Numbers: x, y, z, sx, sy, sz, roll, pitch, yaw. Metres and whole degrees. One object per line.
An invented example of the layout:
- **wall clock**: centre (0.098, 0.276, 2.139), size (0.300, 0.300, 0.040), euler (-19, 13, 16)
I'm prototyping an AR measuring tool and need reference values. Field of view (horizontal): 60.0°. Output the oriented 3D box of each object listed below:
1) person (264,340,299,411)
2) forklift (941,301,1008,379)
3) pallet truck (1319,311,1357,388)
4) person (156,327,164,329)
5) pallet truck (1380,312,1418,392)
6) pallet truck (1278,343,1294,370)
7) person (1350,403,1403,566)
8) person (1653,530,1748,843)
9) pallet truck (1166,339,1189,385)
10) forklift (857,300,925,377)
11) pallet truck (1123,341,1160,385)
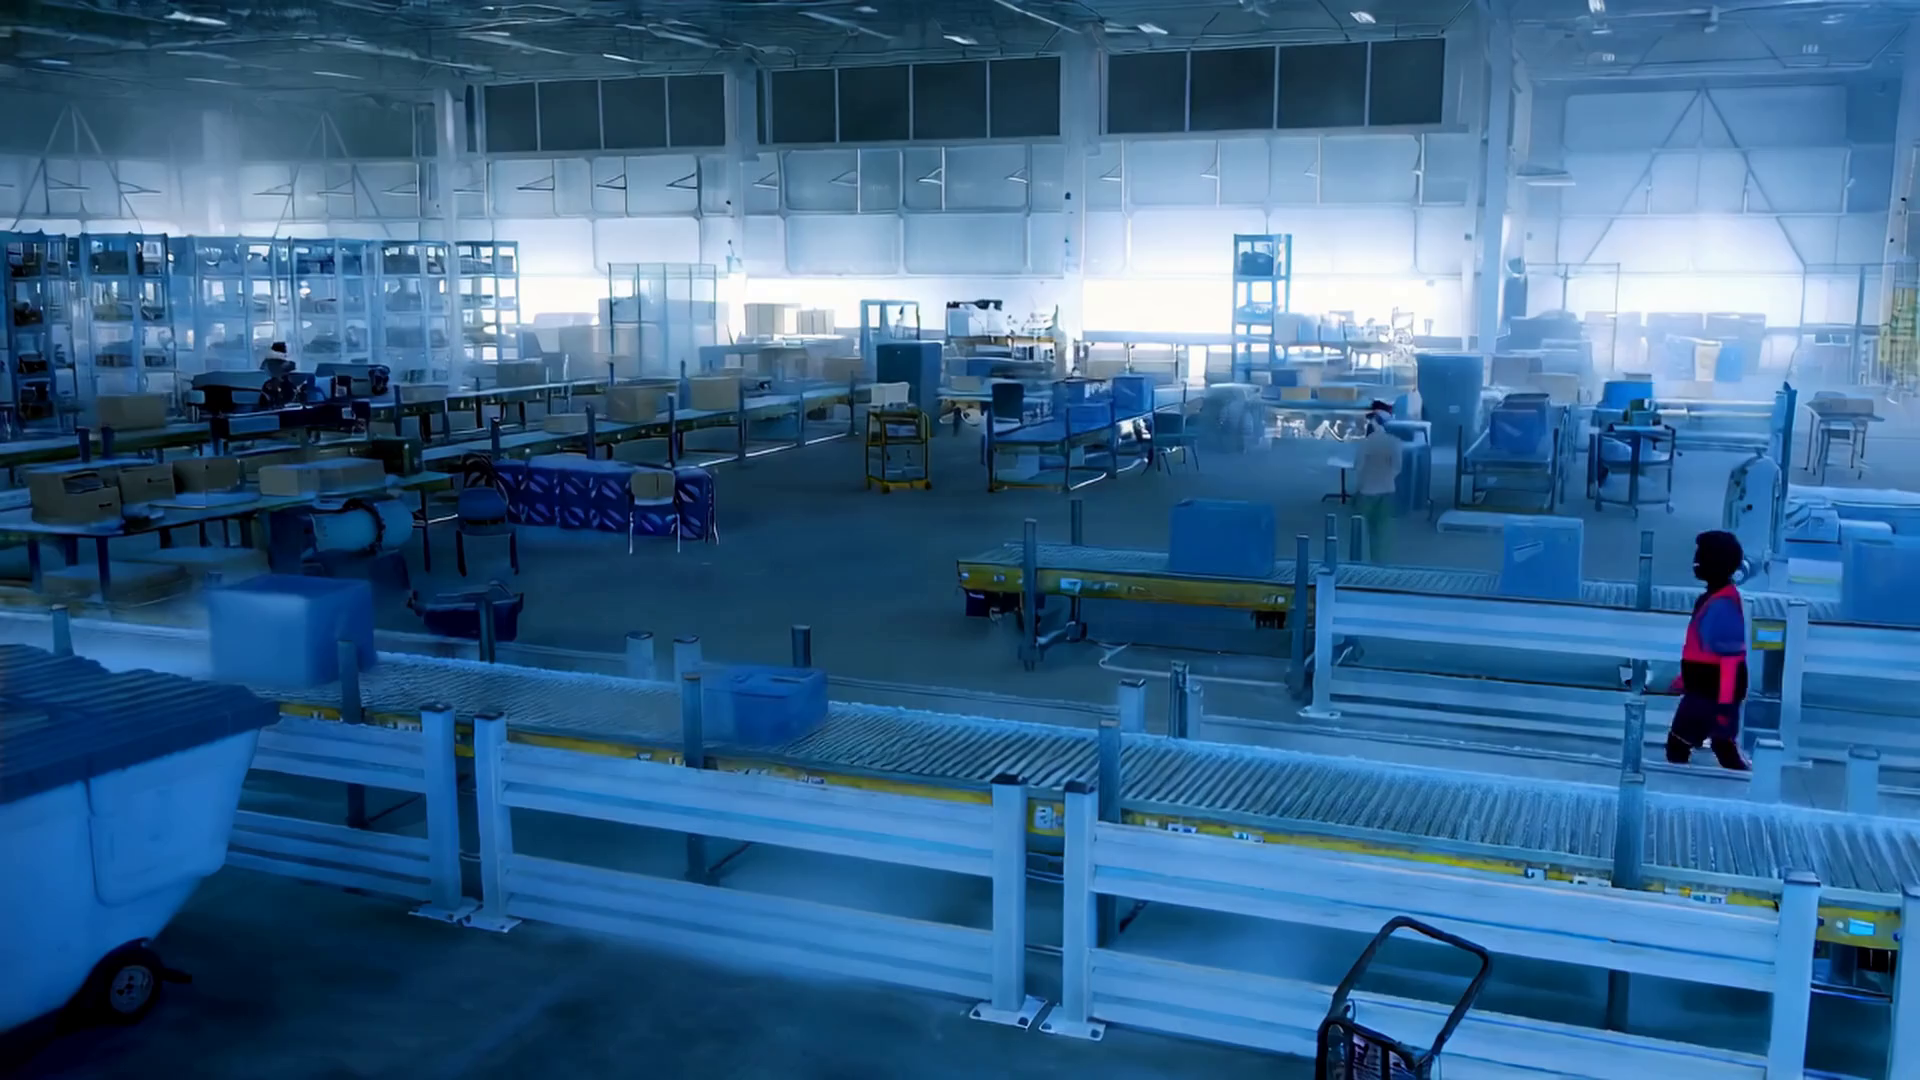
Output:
- **person**: centre (-10.945, -2.313, 26.925), size (0.593, 1.832, 0.403), euler (3, 10, 18)
- **forklift**: centre (0.365, -4.966, 41.571), size (1.157, 1.987, 2.680), euler (3, 10, 20)
- **pallet truck**: centre (9.071, -4.419, 39.190), size (0.823, 1.965, 1.885), euler (5, 10, 26)
- **person**: centre (-17.983, -4.055, 37.500), size (0.575, 1.830, 0.388), euler (-6, 11, -33)
- **pallet truck**: centre (10.207, -4.283, 38.369), size (0.823, 1.965, 1.885), euler (3, 10, 20)
- **pallet truck**: centre (7.886, -4.163, 39.743), size (0.653, 1.274, 1.630), euler (4, 10, 22)
- **person**: centre (3.974, -0.447, 15.921), size (0.540, 1.735, 0.369), euler (-3, 10, -18)
- **person**: centre (3.824, 0.777, 8.701), size (0.753, 1.670, 0.542), euler (5, 10, 26)
- **pallet truck**: centre (5.418, -4.269, 40.420), size (0.704, 1.261, 1.522), euler (3, 10, 20)
- **forklift**: centre (-1.732, -5.109, 42.468), size (1.157, 1.987, 2.680), euler (4, 10, 22)
- **pallet truck**: centre (4.445, -4.380, 41.279), size (0.680, 1.201, 1.601), euler (4, 10, 22)
